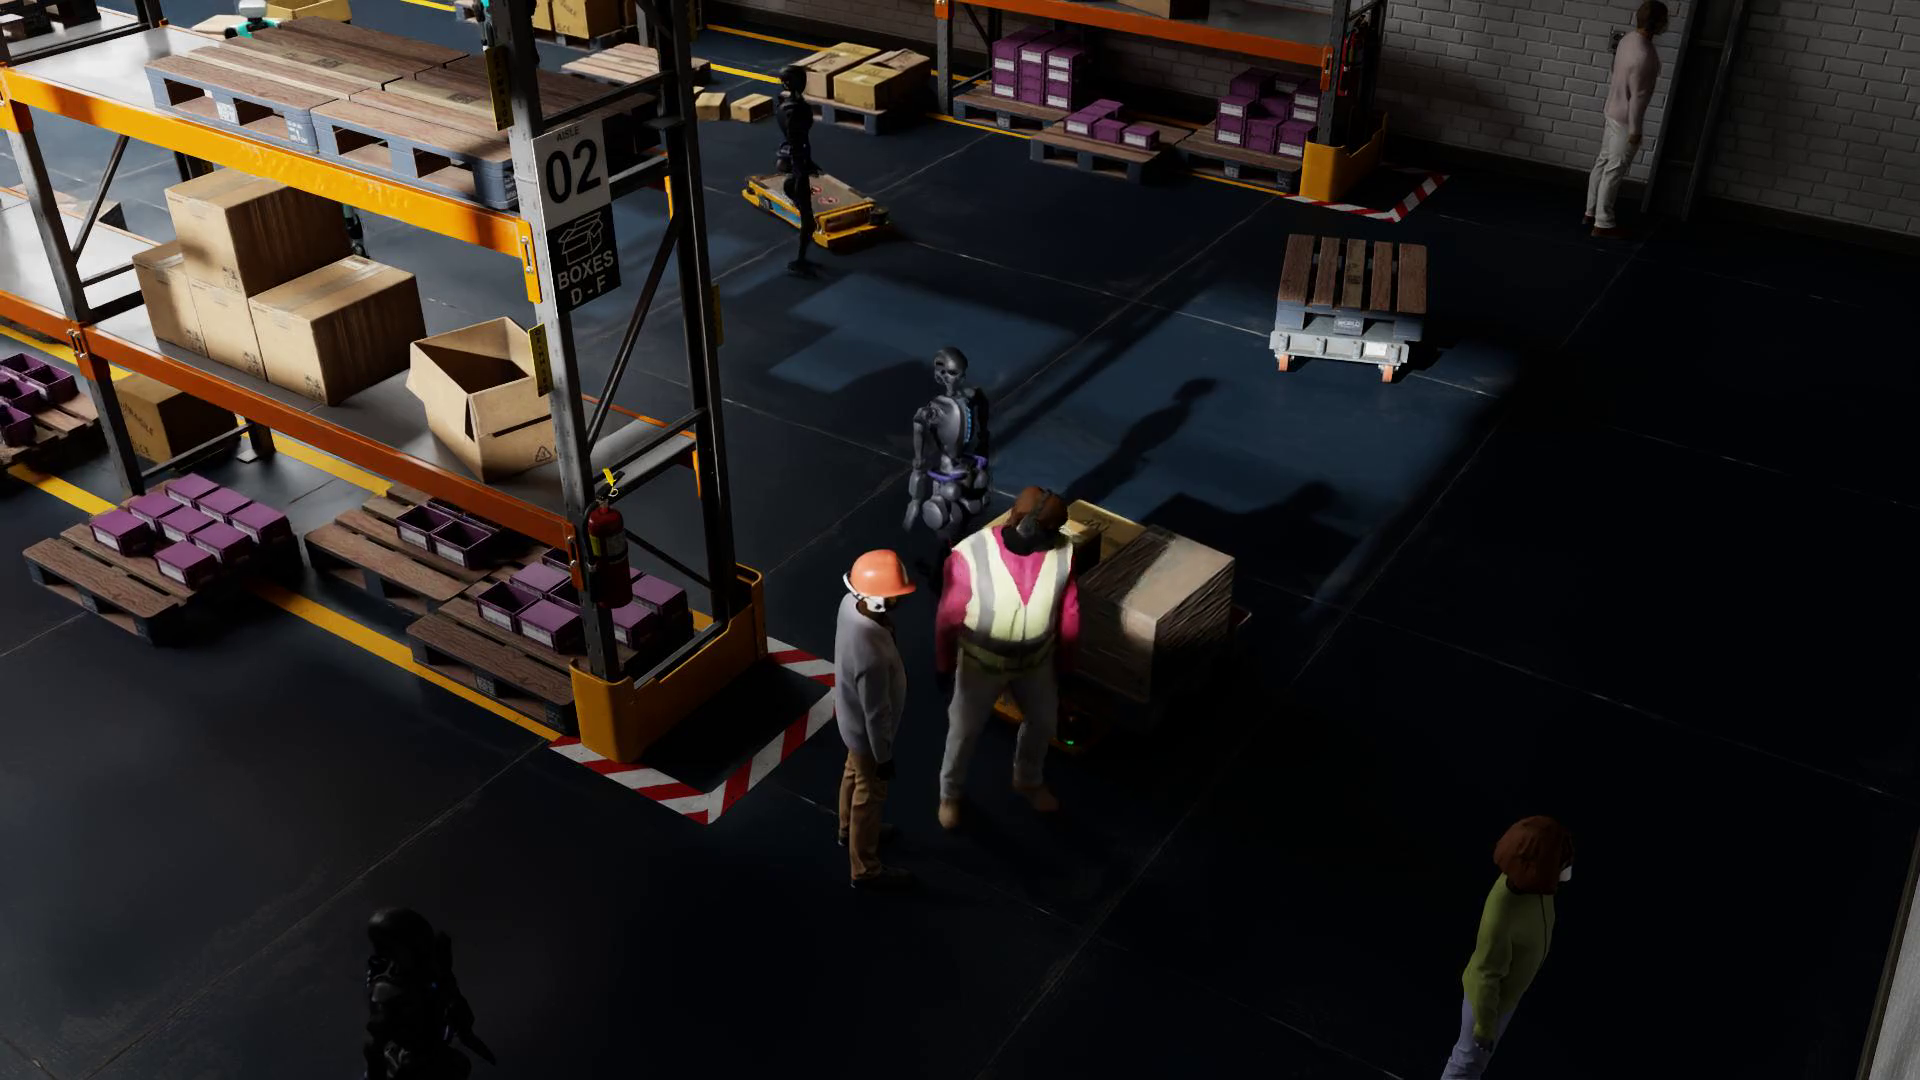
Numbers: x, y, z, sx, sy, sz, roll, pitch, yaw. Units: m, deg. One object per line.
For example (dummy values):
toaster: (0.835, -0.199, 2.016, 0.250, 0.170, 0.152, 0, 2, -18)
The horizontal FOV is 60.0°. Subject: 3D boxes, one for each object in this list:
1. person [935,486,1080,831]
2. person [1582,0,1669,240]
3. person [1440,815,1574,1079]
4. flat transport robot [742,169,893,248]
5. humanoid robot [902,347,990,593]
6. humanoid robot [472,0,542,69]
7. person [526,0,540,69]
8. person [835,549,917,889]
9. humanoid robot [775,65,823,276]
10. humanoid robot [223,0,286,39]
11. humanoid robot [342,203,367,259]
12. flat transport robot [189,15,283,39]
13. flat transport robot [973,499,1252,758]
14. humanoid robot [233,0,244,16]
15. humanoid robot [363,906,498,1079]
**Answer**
person: (0.210, 0.546, 7.628, 0.680, 1.806, 0.434, -9, 34, -14)
person: (5.469, -3.448, 13.643, 0.371, 1.940, 0.627, 3, 33, 4)
person: (1.987, 1.646, 6.087, 0.282, 1.636, 0.499, 21, 38, 28)
flat transport robot: (-1.240, -2.883, 14.304, 0.659, 0.231, 1.431, -21, 39, -29)
humanoid robot: (-0.067, -0.285, 9.059, 0.596, 1.620, 0.769, -28, 42, -36)
humanoid robot: (-4.244, -4.804, 15.836, 0.736, 1.700, 0.533, 28, 42, 36)
person: (-3.950, -4.274, 14.915, 0.436, 1.942, 0.487, 5, 33, 8)
person: (-0.366, 0.778, 7.329, 0.366, 1.741, 0.561, -7, 34, -11)
humanoid robot: (-1.257, -2.906, 13.046, 0.334, 1.656, 0.589, 1, 33, 2)
humanoid robot: (-5.778, -3.605, 14.082, 0.546, 1.776, 0.882, -17, 37, -24)
humanoid robot: (-4.145, -1.794, 11.288, 0.974, 1.742, 0.549, 22, 39, 30)
flat transport robot: (-7.096, -4.139, 16.235, 1.431, 0.231, 0.659, 6, 34, 9)
flat transport robot: (0.796, 0.626, 8.911, 0.659, 0.231, 1.431, 25, 40, 33)
humanoid robot: (-8.079, -6.496, 18.618, 0.541, 1.899, 0.726, -25, 40, -33)
humanoid robot: (-1.759, 1.888, 5.688, 0.671, 1.638, 0.613, 6, 33, 9)
